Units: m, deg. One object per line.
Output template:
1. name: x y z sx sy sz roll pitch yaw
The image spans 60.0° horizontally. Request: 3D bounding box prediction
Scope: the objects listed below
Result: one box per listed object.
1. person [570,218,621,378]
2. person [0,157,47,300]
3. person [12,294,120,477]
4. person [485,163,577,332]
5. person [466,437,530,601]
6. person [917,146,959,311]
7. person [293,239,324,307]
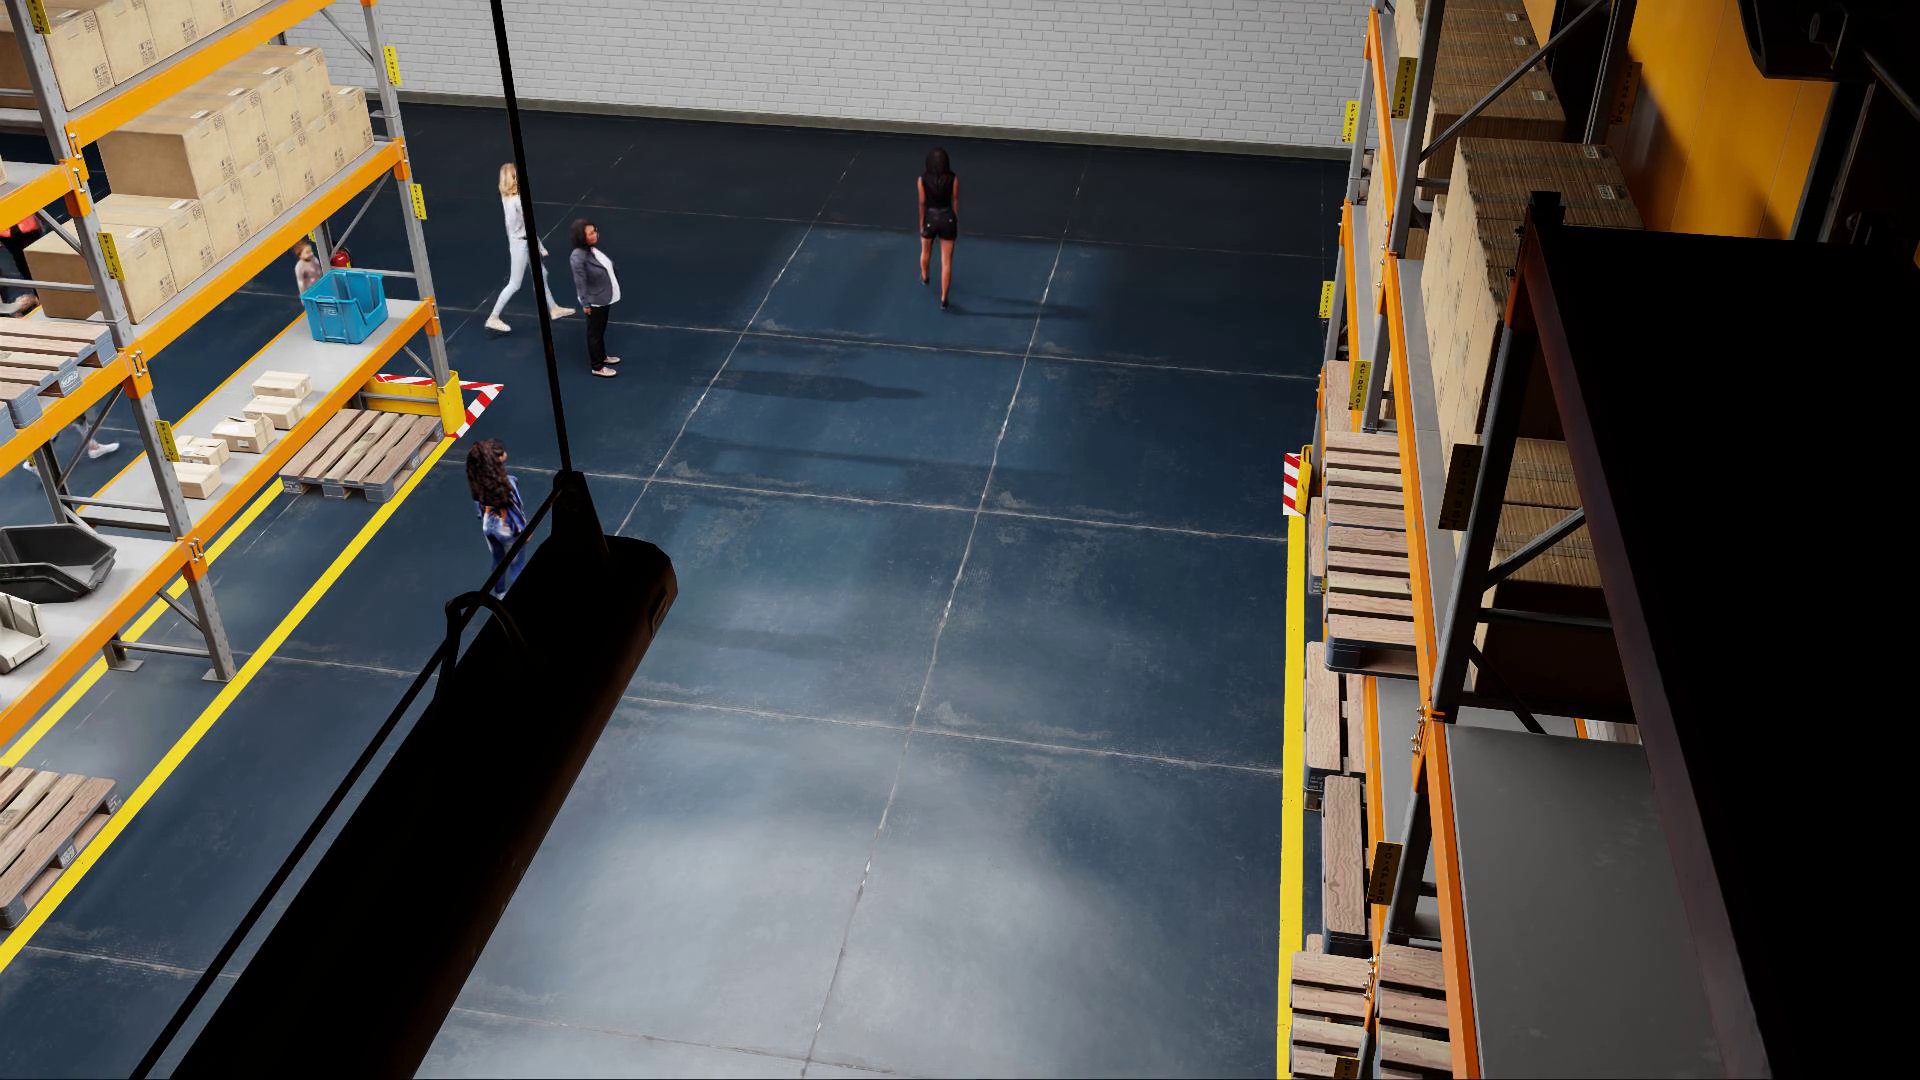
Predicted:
1. person: -3.593 -2.398 16.345 0.756 1.597 0.626 1 34 2
2. person: -9.893 -3.180 17.461 0.922 1.662 1.113 -11 35 -16
3. person: -8.077 -1.342 14.679 0.952 1.680 1.138 28 43 35
4. person: -4.573 -2.944 17.026 1.167 1.752 1.184 -17 37 -24
5. person: -3.526 -0.081 12.837 0.680 1.620 0.656 17 37 24
6. person: -0.209 -3.260 17.548 0.772 1.700 1.152 -2 34 -3
7. person: -6.583 -2.515 16.890 0.661 1.187 0.703 15 37 22
